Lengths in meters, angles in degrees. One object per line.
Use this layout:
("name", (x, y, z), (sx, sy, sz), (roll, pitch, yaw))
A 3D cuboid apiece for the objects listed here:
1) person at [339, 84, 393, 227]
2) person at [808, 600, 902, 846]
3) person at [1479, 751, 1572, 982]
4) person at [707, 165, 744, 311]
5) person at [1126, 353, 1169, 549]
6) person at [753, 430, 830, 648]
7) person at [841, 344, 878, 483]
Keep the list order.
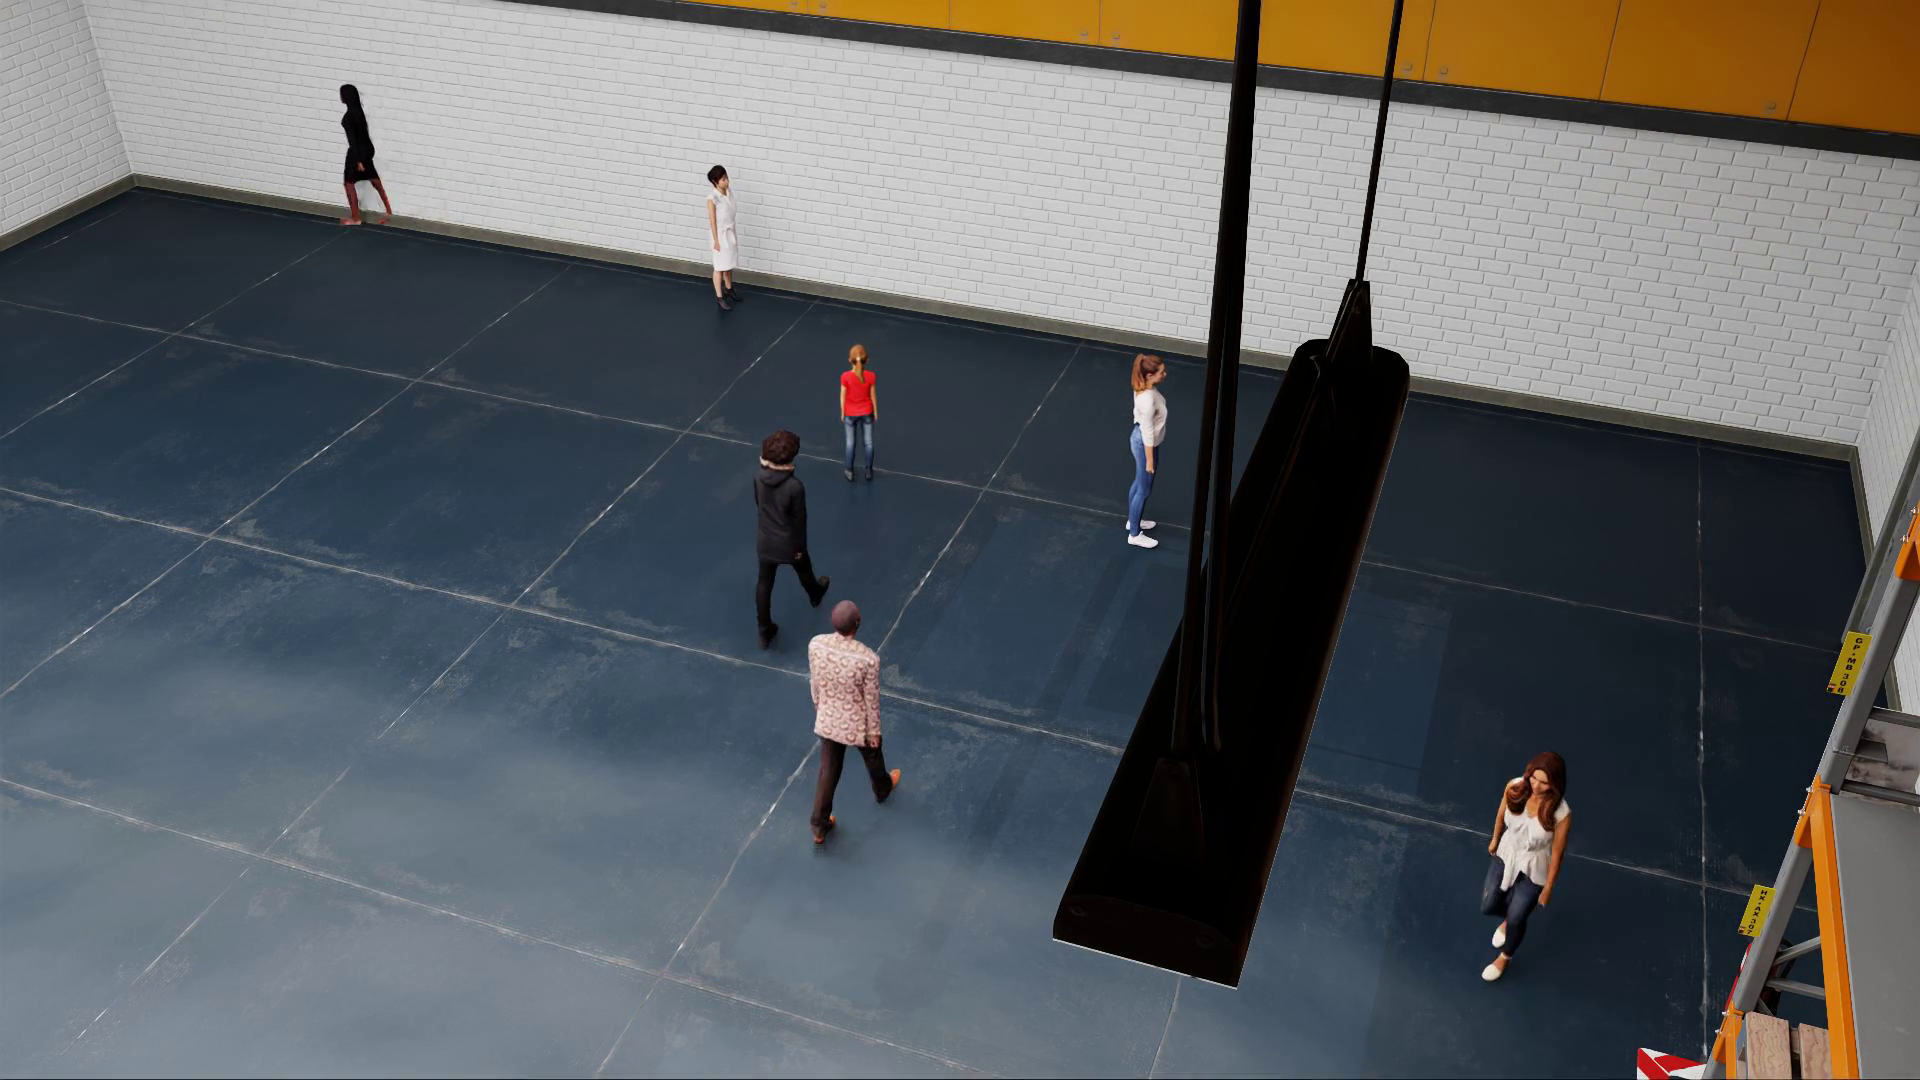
("person", (-6.862, -4.447, 19.335), (0.822, 1.696, 0.894), (4, 34, 7))
("person", (-0.774, 1.207, 10.764), (0.729, 1.768, 1.096), (13, 36, 19))
("person", (3.366, 1.865, 9.775), (0.844, 1.766, 0.775), (-29, 43, -36))
("person", (-2.511, -3.220, 17.616), (0.620, 1.556, 0.464), (13, 36, 19))
("person", (1.534, -0.759, 13.766), (0.732, 1.719, 0.567), (1, 34, 2))
("person", (-1.398, 0.033, 12.569), (0.647, 1.725, 1.098), (12, 36, 18))
("person", (-0.885, -1.115, 14.673), (0.545, 1.308, 0.584), (-5, 34, -7))
